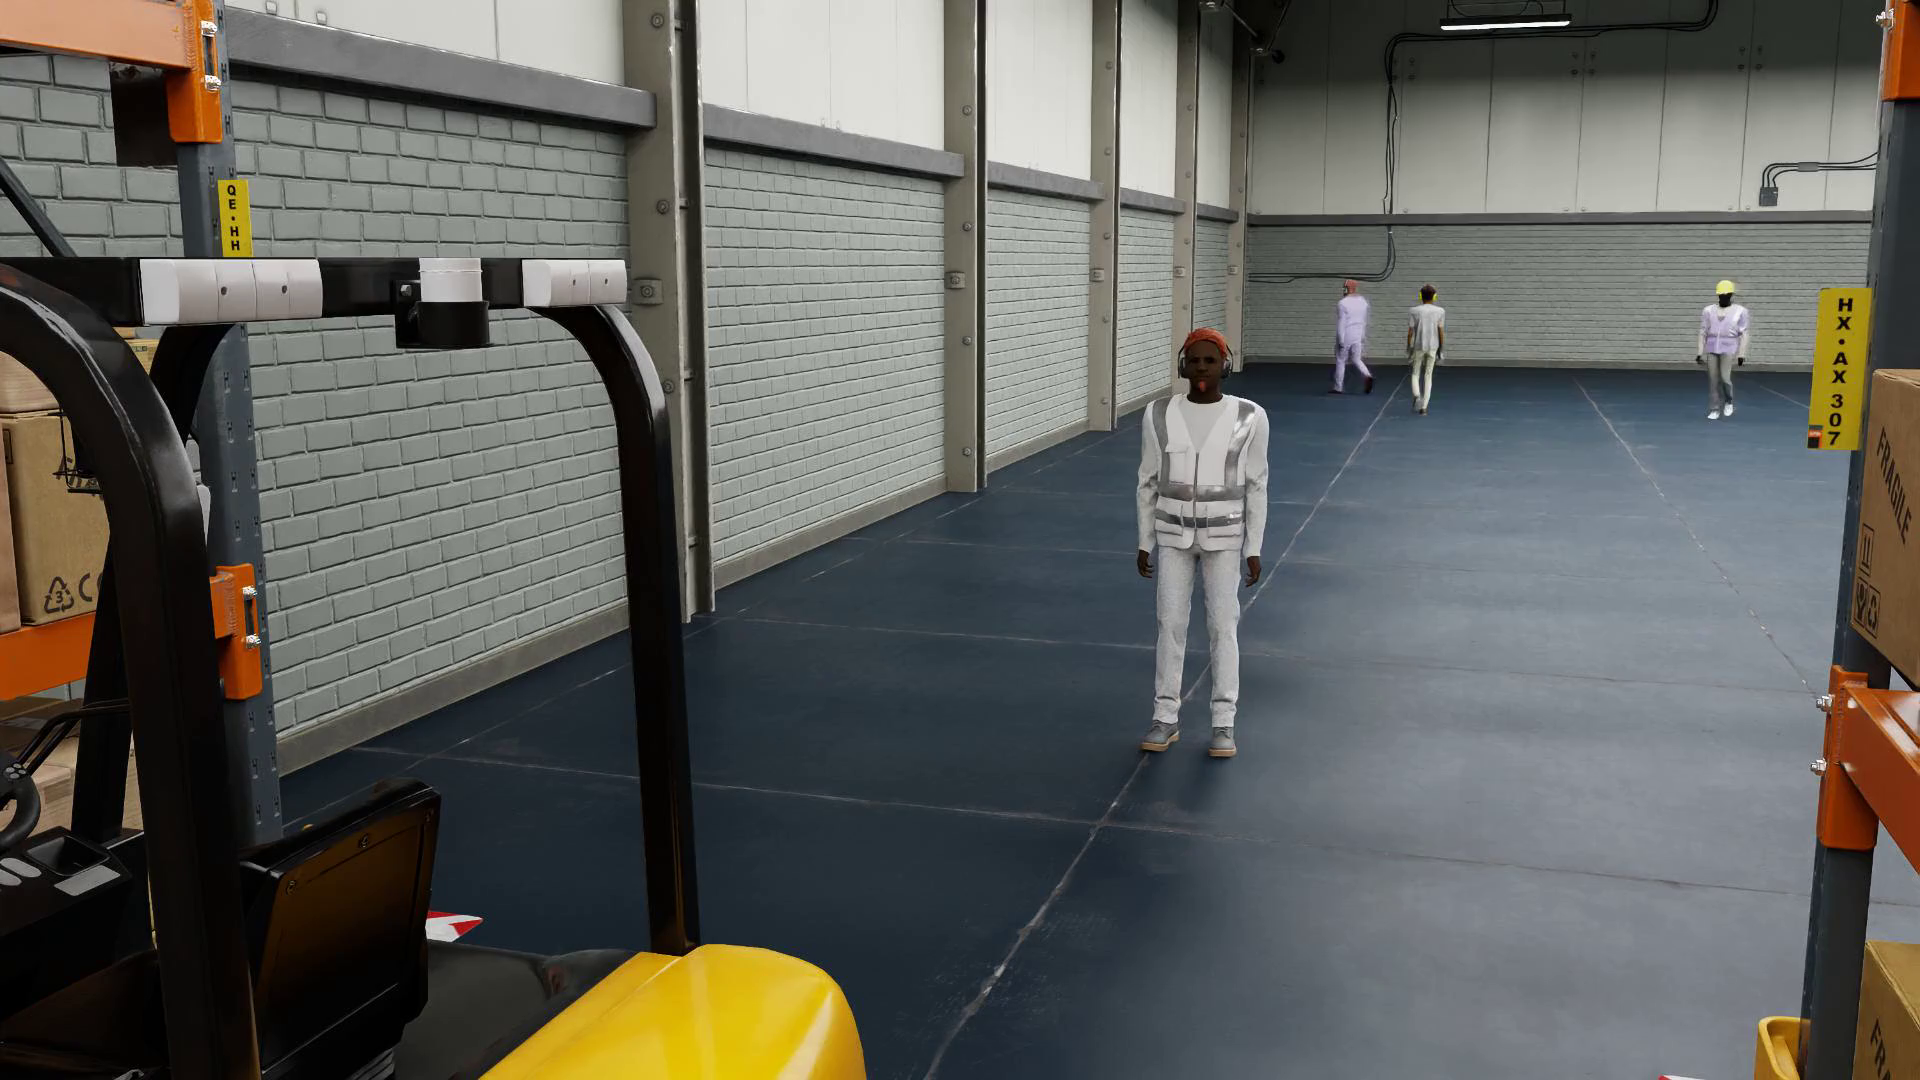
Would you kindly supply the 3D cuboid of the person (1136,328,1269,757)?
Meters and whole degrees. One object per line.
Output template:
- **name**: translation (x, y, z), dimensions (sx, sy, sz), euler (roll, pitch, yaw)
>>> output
- **person**: translation (1.054, 0.014, 7.323), dimensions (0.576, 1.884, 0.354), euler (3, 10, 18)

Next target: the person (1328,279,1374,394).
- **person**: translation (6.366, -3.295, 27.030), dimensions (0.650, 1.885, 0.795), euler (-5, 11, -29)

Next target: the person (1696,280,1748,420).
- **person**: translation (10.433, -2.601, 22.802), dimensions (0.595, 1.910, 0.444), euler (9, 13, 42)

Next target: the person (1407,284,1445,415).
- **person**: translation (6.576, -2.685, 23.494), dimensions (0.515, 1.856, 0.429), euler (2, 10, 10)
